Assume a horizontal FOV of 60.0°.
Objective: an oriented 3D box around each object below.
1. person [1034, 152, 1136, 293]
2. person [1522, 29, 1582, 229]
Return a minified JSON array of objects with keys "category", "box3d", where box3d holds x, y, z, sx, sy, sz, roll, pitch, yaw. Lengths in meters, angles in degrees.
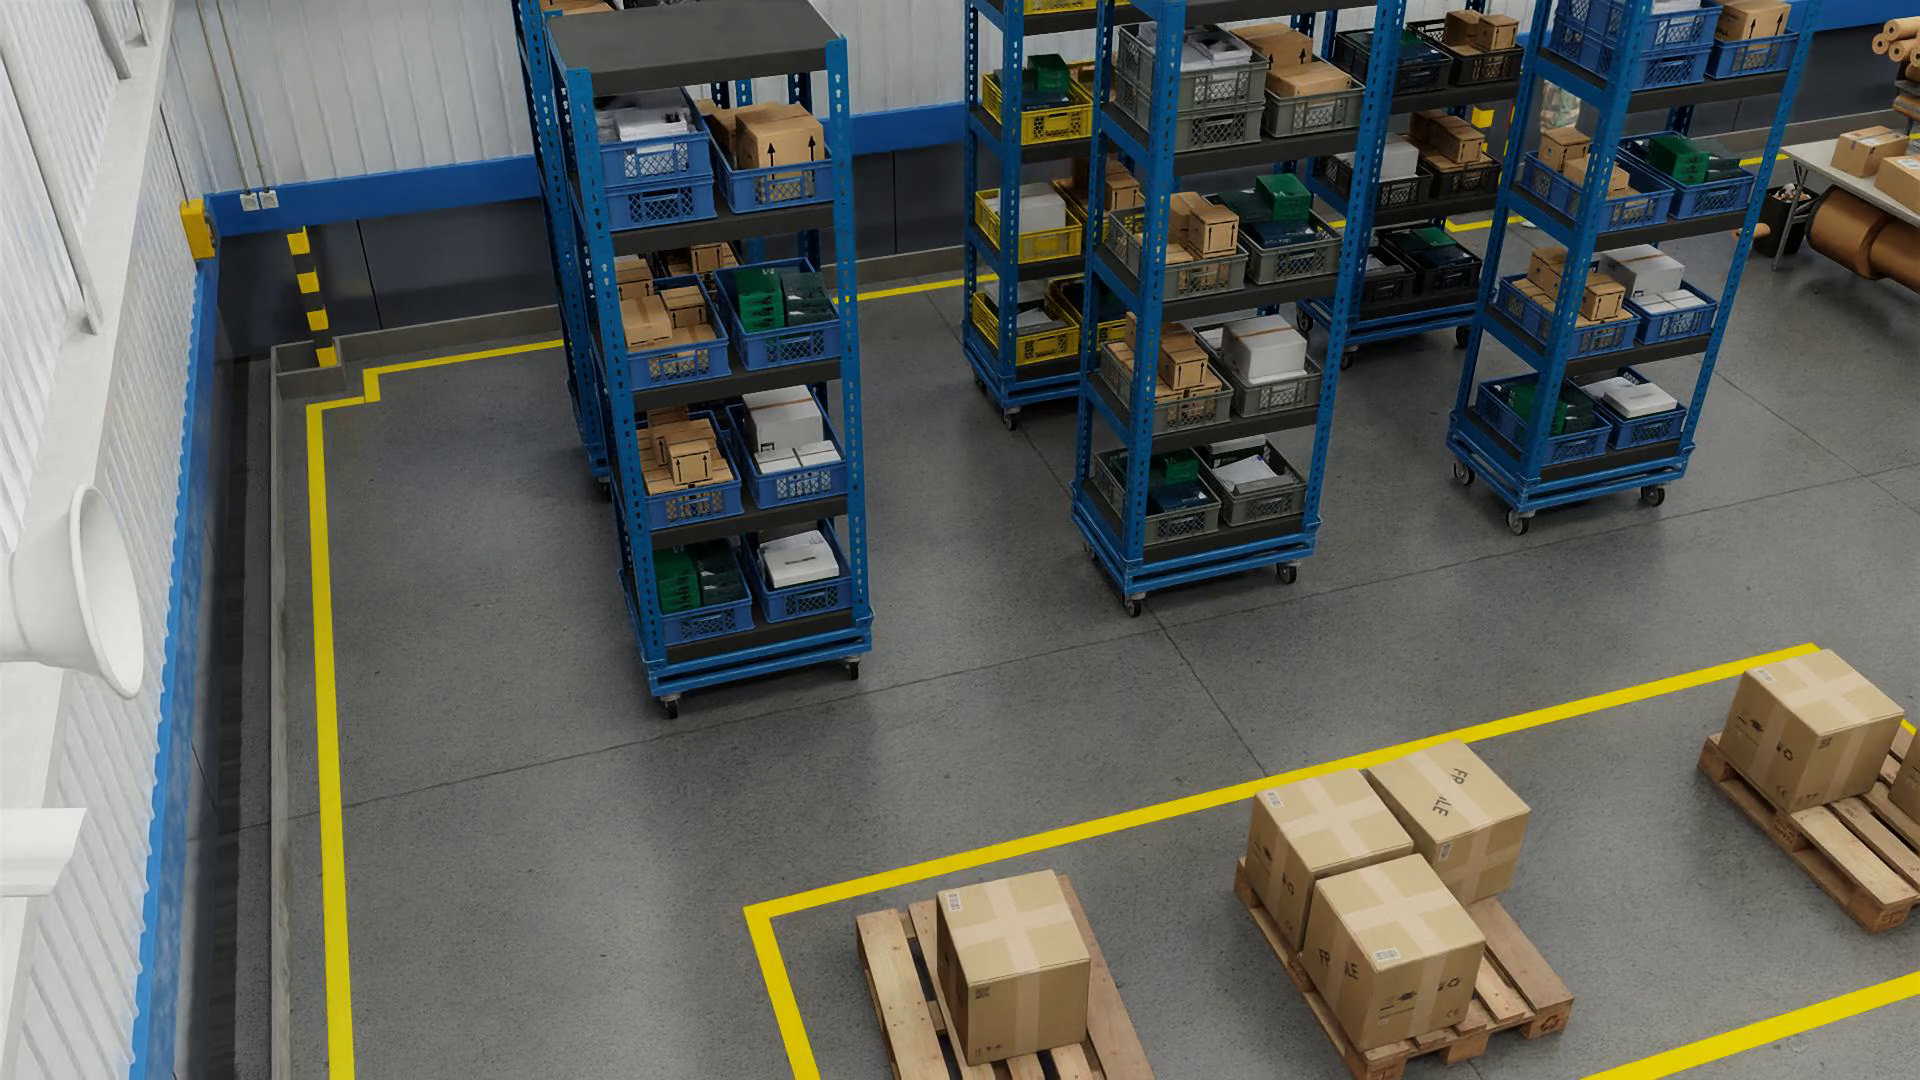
[{"category":"person","box3d":[1.016,-2.618,12.296,0.856,1.962,0.627,-6,36,-8]},{"category":"person","box3d":[4.877,-3.361,13.619,0.314,1.636,0.517,8,36,12]}]
